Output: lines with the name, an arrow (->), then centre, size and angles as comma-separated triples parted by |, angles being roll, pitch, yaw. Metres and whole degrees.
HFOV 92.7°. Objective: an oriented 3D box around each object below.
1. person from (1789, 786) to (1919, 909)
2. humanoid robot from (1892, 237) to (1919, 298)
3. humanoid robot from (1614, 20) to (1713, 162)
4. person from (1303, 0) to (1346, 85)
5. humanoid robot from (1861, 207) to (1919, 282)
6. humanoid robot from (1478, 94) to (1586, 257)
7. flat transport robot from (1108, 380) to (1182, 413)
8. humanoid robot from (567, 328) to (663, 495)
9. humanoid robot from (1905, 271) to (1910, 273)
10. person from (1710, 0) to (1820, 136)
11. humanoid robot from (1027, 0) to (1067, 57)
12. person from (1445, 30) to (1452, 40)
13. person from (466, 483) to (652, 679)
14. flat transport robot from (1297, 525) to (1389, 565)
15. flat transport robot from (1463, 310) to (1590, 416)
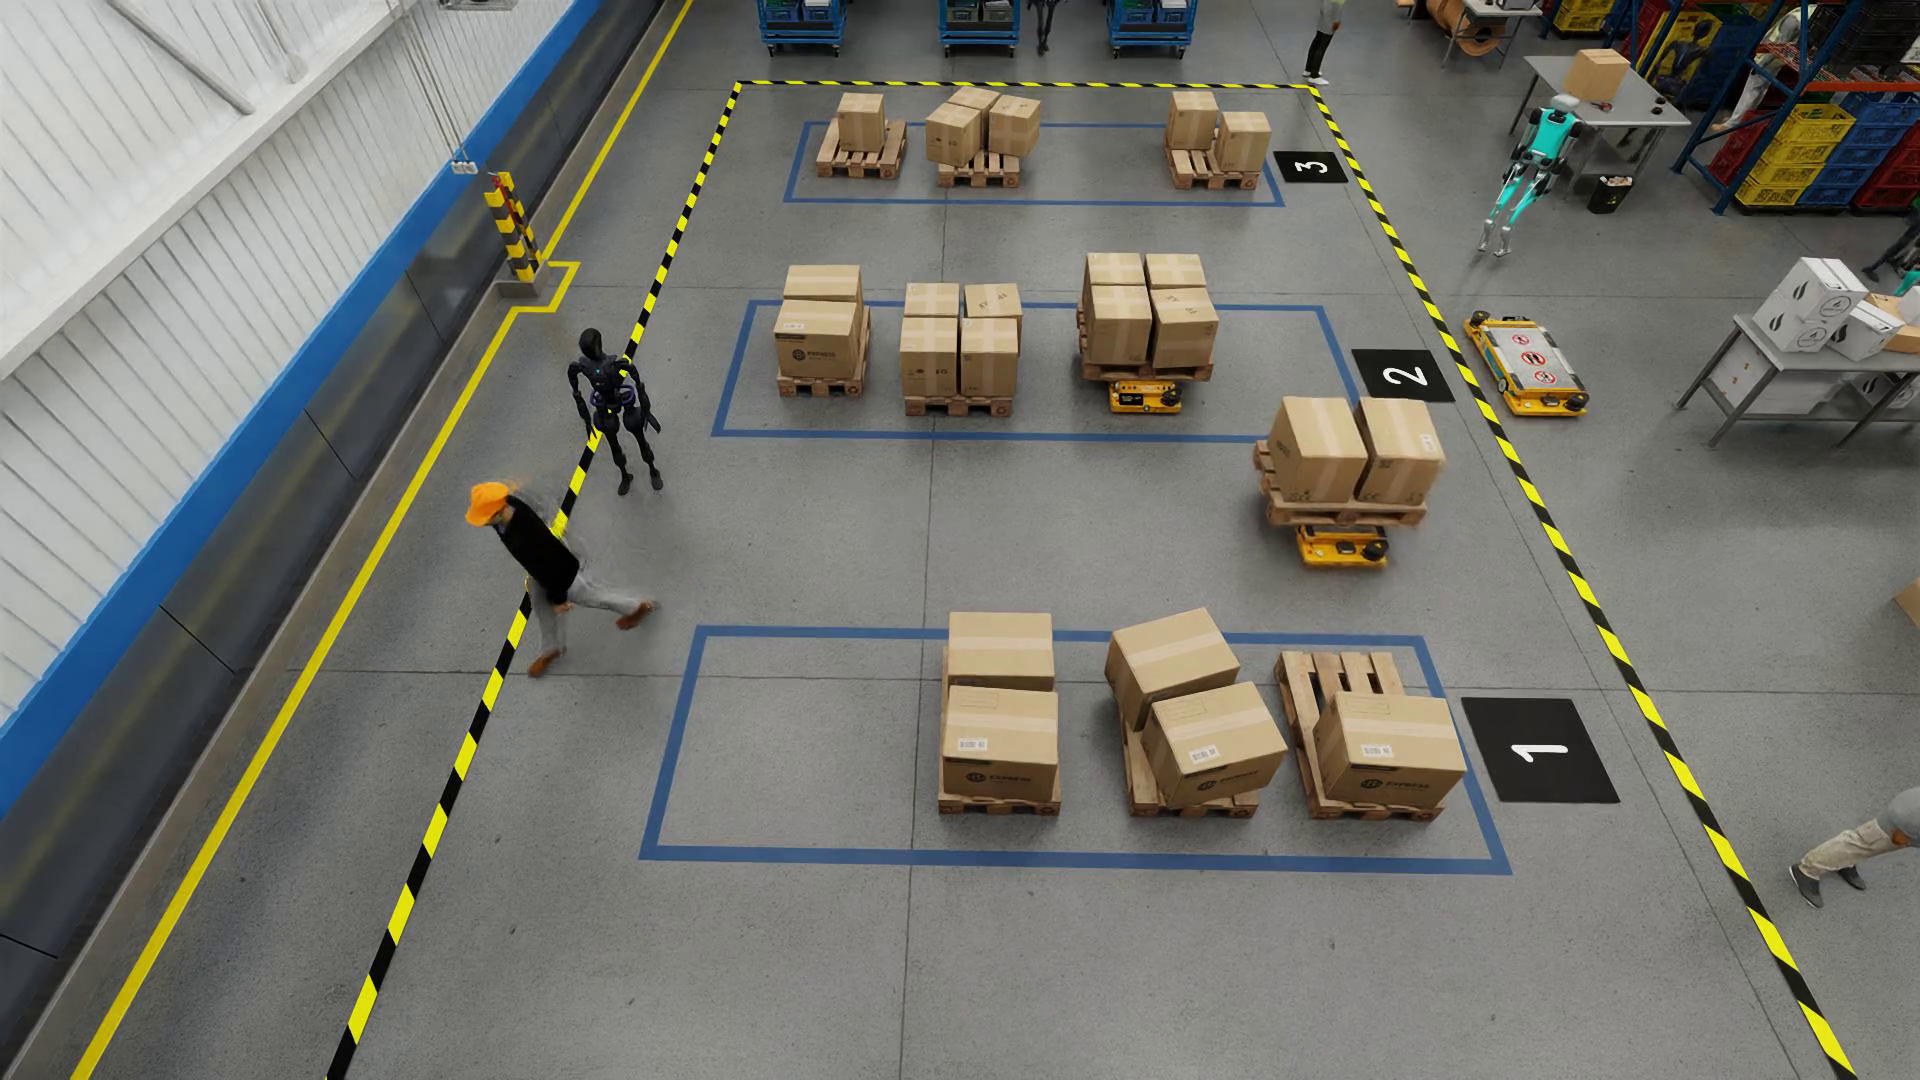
person -> 5.497, 1.566, 5.187 | 0.561, 1.764, 0.400 | -12, 50, -10
humanoid robot -> 9.549, -2.773, 8.994 | 0.549, 1.771, 1.041 | 27, 54, 22
humanoid robot -> 8.851, -5.623, 11.481 | 0.495, 1.635, 0.613 | -32, 56, -25
person -> 5.278, -7.448, 12.935 | 0.396, 1.849, 0.587 | 1, 49, 0
humanoid robot -> 10.374, -3.514, 9.644 | 0.596, 1.630, 0.386 | -7, 49, -6
humanoid robot -> 5.983, -3.806, 9.770 | 0.735, 1.673, 0.533 | -35, 58, -27
flat transport robot -> 1.773, -1.807, 9.079 | 0.652, 0.197, 1.431 | 1, 49, 1
humanoid robot -> -2.786, -1.028, 7.485 | 0.599, 1.653, 0.315 | -7, 50, -6
humanoid robot -> 10.731, -3.426, 9.564 | 0.536, 1.852, 0.663 | -15, 51, -13
person -> 10.509, -6.231, 11.886 | 0.633, 1.841, 0.429 | -27, 54, -22
humanoid robot -> 1.325, -8.123, 13.641 | 0.619, 1.637, 0.585 | -10, 50, -9
person -> 7.941, -8.747, 13.988 | 0.365, 1.958, 0.597 | 15, 51, 12
person -> -2.805, 0.180, 6.350 | 0.629, 1.832, 0.970 | 37, 58, 28
flat transport robot -> 3.141, -0.389, 7.852 | 0.652, 0.197, 1.431 | 1, 49, 1
flat transport robot -> 5.573, -1.757, 9.054 | 0.659, 0.231, 1.431 | 1, 49, 1
